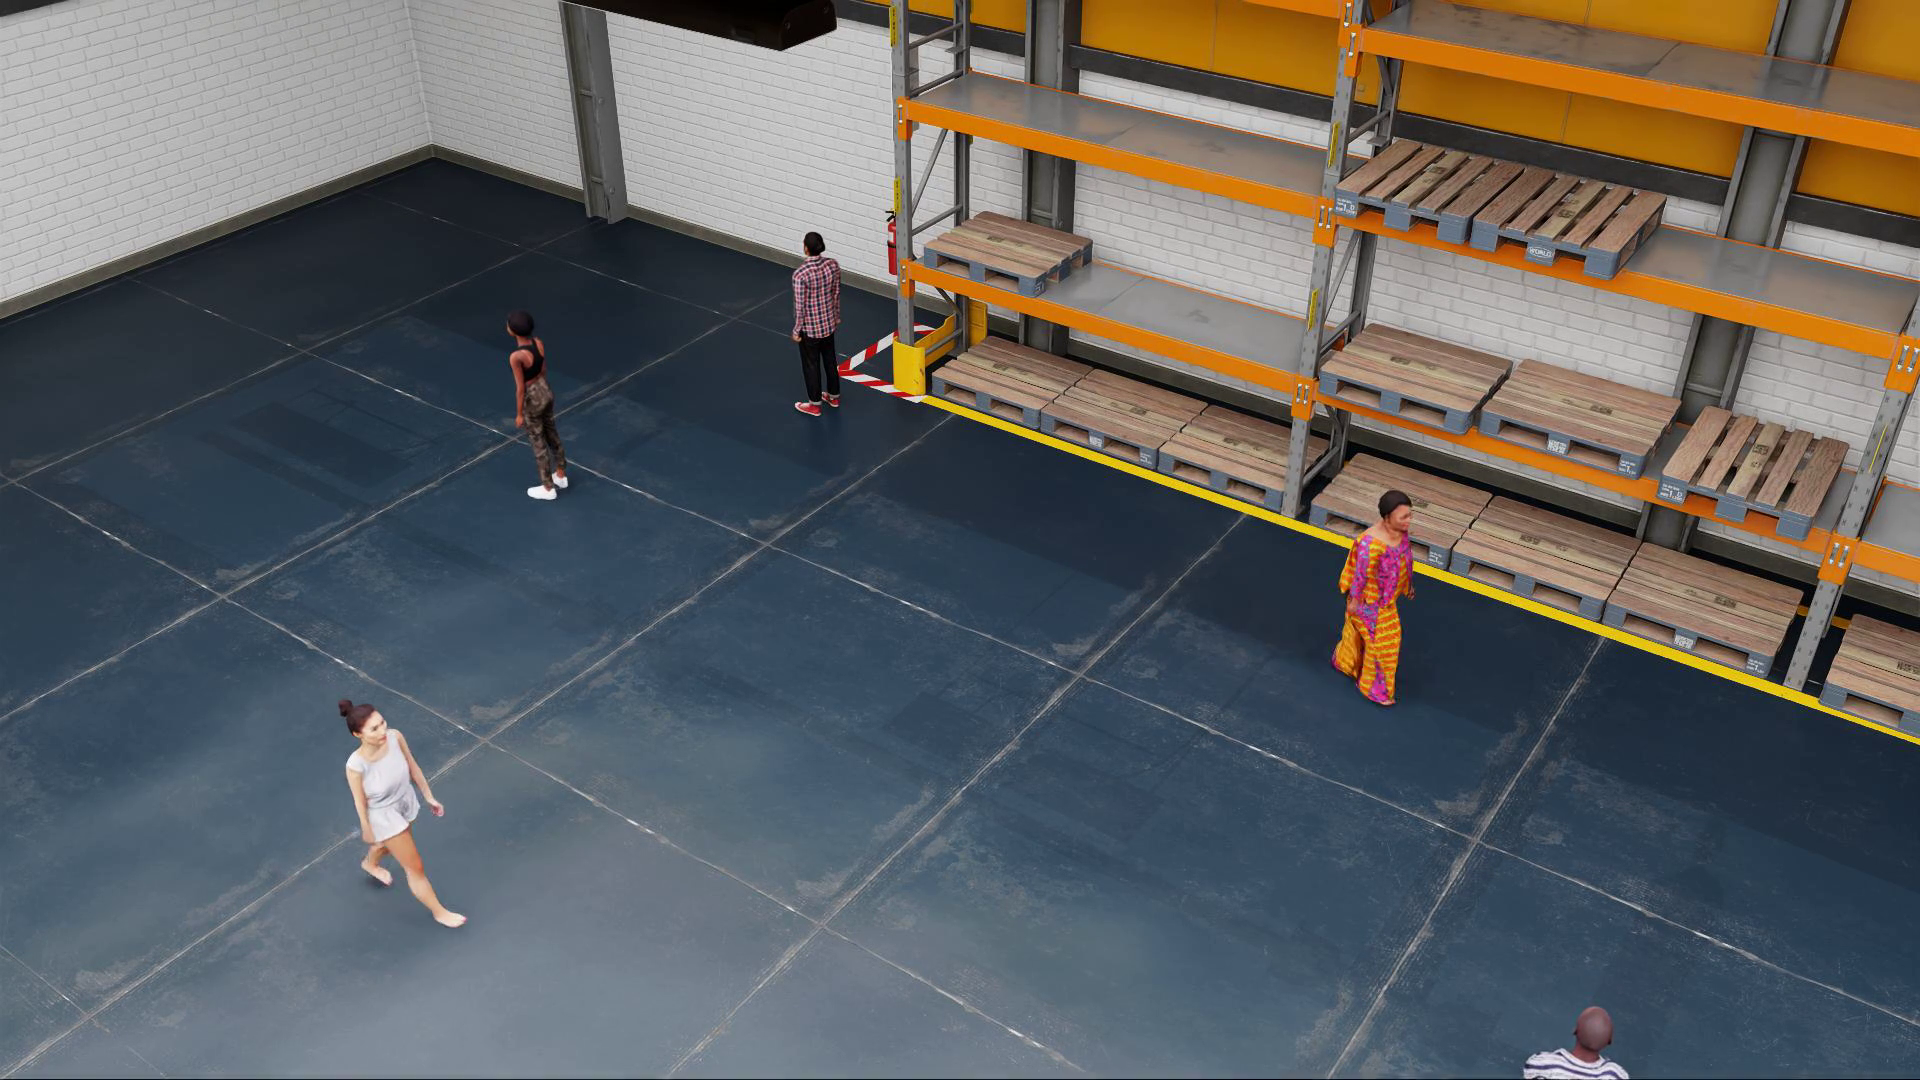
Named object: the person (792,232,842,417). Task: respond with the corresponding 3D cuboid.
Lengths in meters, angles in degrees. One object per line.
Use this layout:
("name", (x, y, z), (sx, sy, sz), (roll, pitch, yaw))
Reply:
("person", (-1.295, -1.966, 15.017), (0.646, 1.761, 0.729), (28, 43, 35))

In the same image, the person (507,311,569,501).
("person", (-3.528, -1.130, 13.815), (0.579, 1.700, 0.622), (13, 36, 19))

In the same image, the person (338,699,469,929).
("person", (-3.431, 1.581, 9.855), (1.117, 1.568, 0.725), (14, 36, 19))

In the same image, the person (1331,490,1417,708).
("person", (2.870, 0.323, 11.674), (0.844, 1.650, 0.673), (23, 40, 30))

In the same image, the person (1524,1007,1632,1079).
("person", (2.800, 2.828, 7.773), (0.613, 1.796, 0.752), (5, 34, 8))
